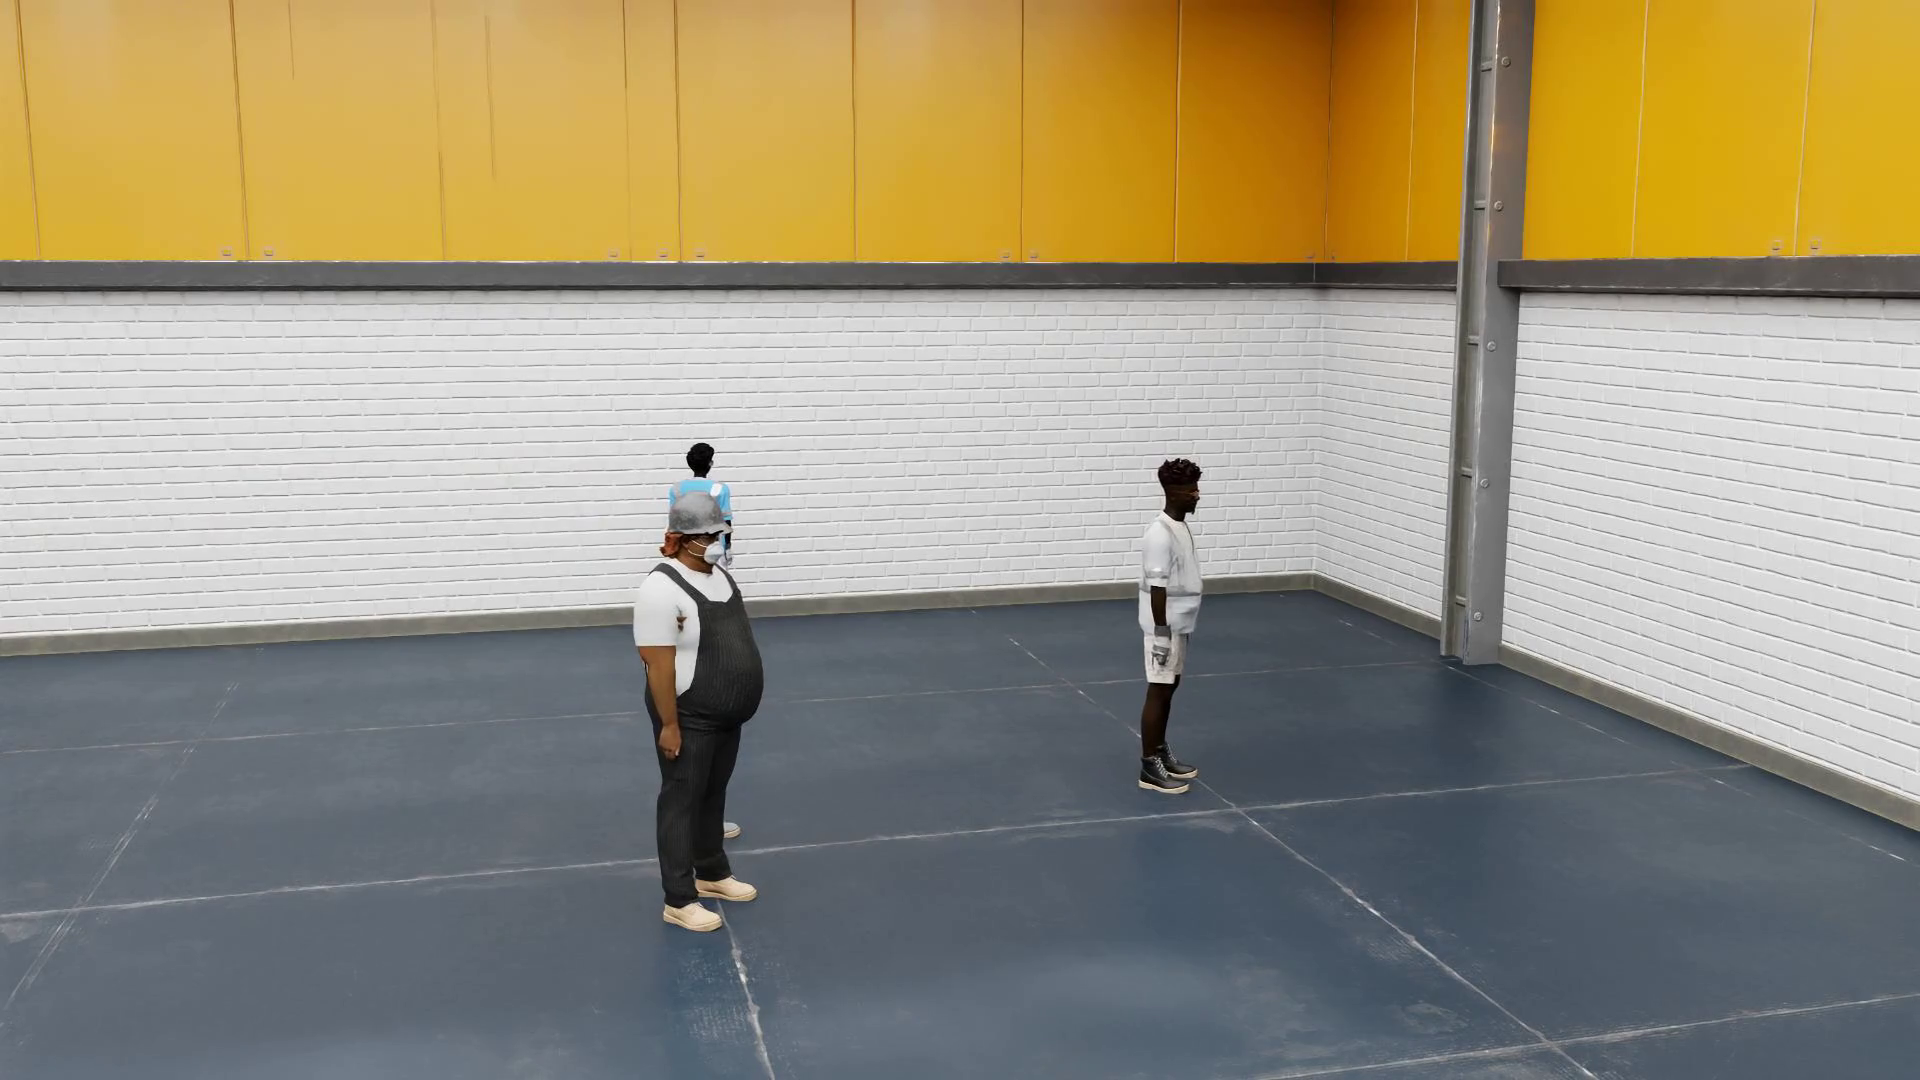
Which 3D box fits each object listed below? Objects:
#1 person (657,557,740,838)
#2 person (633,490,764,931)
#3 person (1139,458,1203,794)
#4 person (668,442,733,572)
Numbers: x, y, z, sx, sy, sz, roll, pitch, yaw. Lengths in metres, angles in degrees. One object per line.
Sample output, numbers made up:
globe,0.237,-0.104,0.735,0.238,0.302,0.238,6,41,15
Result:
person,-1.386,0.699,8.749,0.350,1.882,0.583,3,9,16
person,-1.182,0.773,7.796,0.537,2.000,0.682,3,10,19
person,1.243,0.488,9.806,0.364,1.964,0.611,3,10,19
person,-2.052,0.073,13.231,0.535,1.697,0.322,2,9,14
